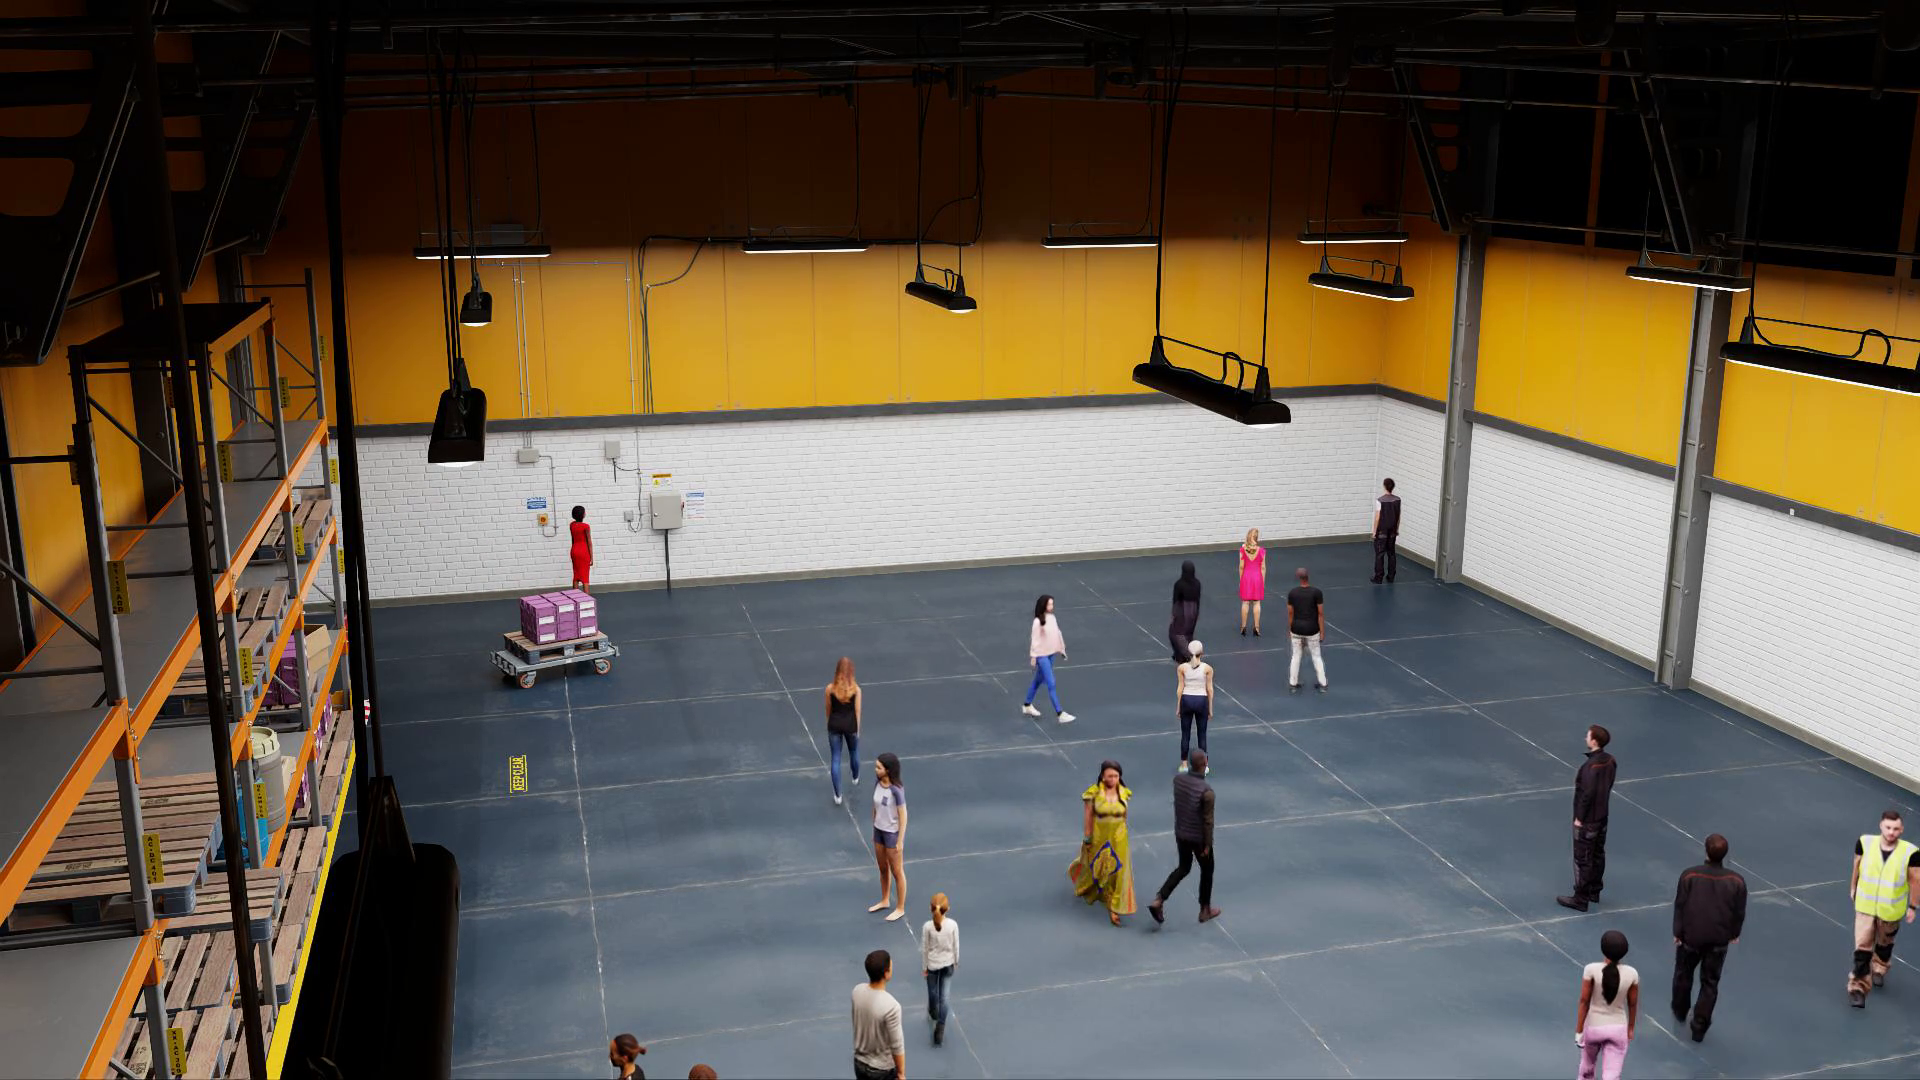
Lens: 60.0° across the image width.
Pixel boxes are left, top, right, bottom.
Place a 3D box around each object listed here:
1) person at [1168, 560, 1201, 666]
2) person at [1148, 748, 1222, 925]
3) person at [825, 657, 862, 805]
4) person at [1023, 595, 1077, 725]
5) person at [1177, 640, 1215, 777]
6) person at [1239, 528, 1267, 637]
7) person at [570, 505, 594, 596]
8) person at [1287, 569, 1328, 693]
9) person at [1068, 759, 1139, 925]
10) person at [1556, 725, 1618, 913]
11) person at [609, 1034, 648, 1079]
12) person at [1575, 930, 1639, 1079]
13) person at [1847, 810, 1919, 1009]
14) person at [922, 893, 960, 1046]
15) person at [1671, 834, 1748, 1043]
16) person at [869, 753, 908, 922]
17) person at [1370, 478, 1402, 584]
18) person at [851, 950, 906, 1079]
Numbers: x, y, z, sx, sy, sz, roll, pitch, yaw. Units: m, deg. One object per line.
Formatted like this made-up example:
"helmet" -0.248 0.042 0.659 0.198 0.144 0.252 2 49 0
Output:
"person" 3.315 1.096 24.349 0.649 1.604 0.841 -5 14 -20
"person" 2.210 2.938 16.300 1.016 1.812 1.121 -10 17 -35
"person" -1.374 2.257 19.409 0.737 1.671 1.093 -1 14 -3
"person" 1.058 1.572 22.146 1.183 1.714 1.083 9 16 33
"person" 2.849 2.043 20.218 0.671 1.707 0.667 2 14 10
"person" 4.550 0.648 25.934 0.662 1.728 0.696 5 14 18
"person" -6.260 0.283 27.416 0.637 1.740 0.686 6 15 25
"person" 4.761 1.285 23.192 0.888 1.780 0.901 7 15 27
"person" 1.424 2.955 16.592 0.697 1.641 0.979 -4 14 -16
"person" 6.354 2.774 16.755 0.776 1.915 0.763 -12 18 -41
"person" -2.239 4.176 11.496 0.667 1.665 0.470 -2 14 -9
"person" 4.966 3.856 12.771 0.998 1.687 1.254 4 14 14
"person" 8.290 3.273 14.961 1.243 1.791 1.273 8 16 31
"person" -0.167 3.695 14.272 0.560 1.294 0.860 -1 14 -6
"person" 6.390 3.433 14.240 0.951 1.818 1.020 4 14 18
"person" -0.703 2.922 16.535 0.715 1.731 0.588 -11 18 -39
"person" 7.448 -0.168 29.047 0.648 1.849 0.545 -4 14 -15
"person" -0.635 3.894 12.356 0.671 1.810 0.769 11 17 38
